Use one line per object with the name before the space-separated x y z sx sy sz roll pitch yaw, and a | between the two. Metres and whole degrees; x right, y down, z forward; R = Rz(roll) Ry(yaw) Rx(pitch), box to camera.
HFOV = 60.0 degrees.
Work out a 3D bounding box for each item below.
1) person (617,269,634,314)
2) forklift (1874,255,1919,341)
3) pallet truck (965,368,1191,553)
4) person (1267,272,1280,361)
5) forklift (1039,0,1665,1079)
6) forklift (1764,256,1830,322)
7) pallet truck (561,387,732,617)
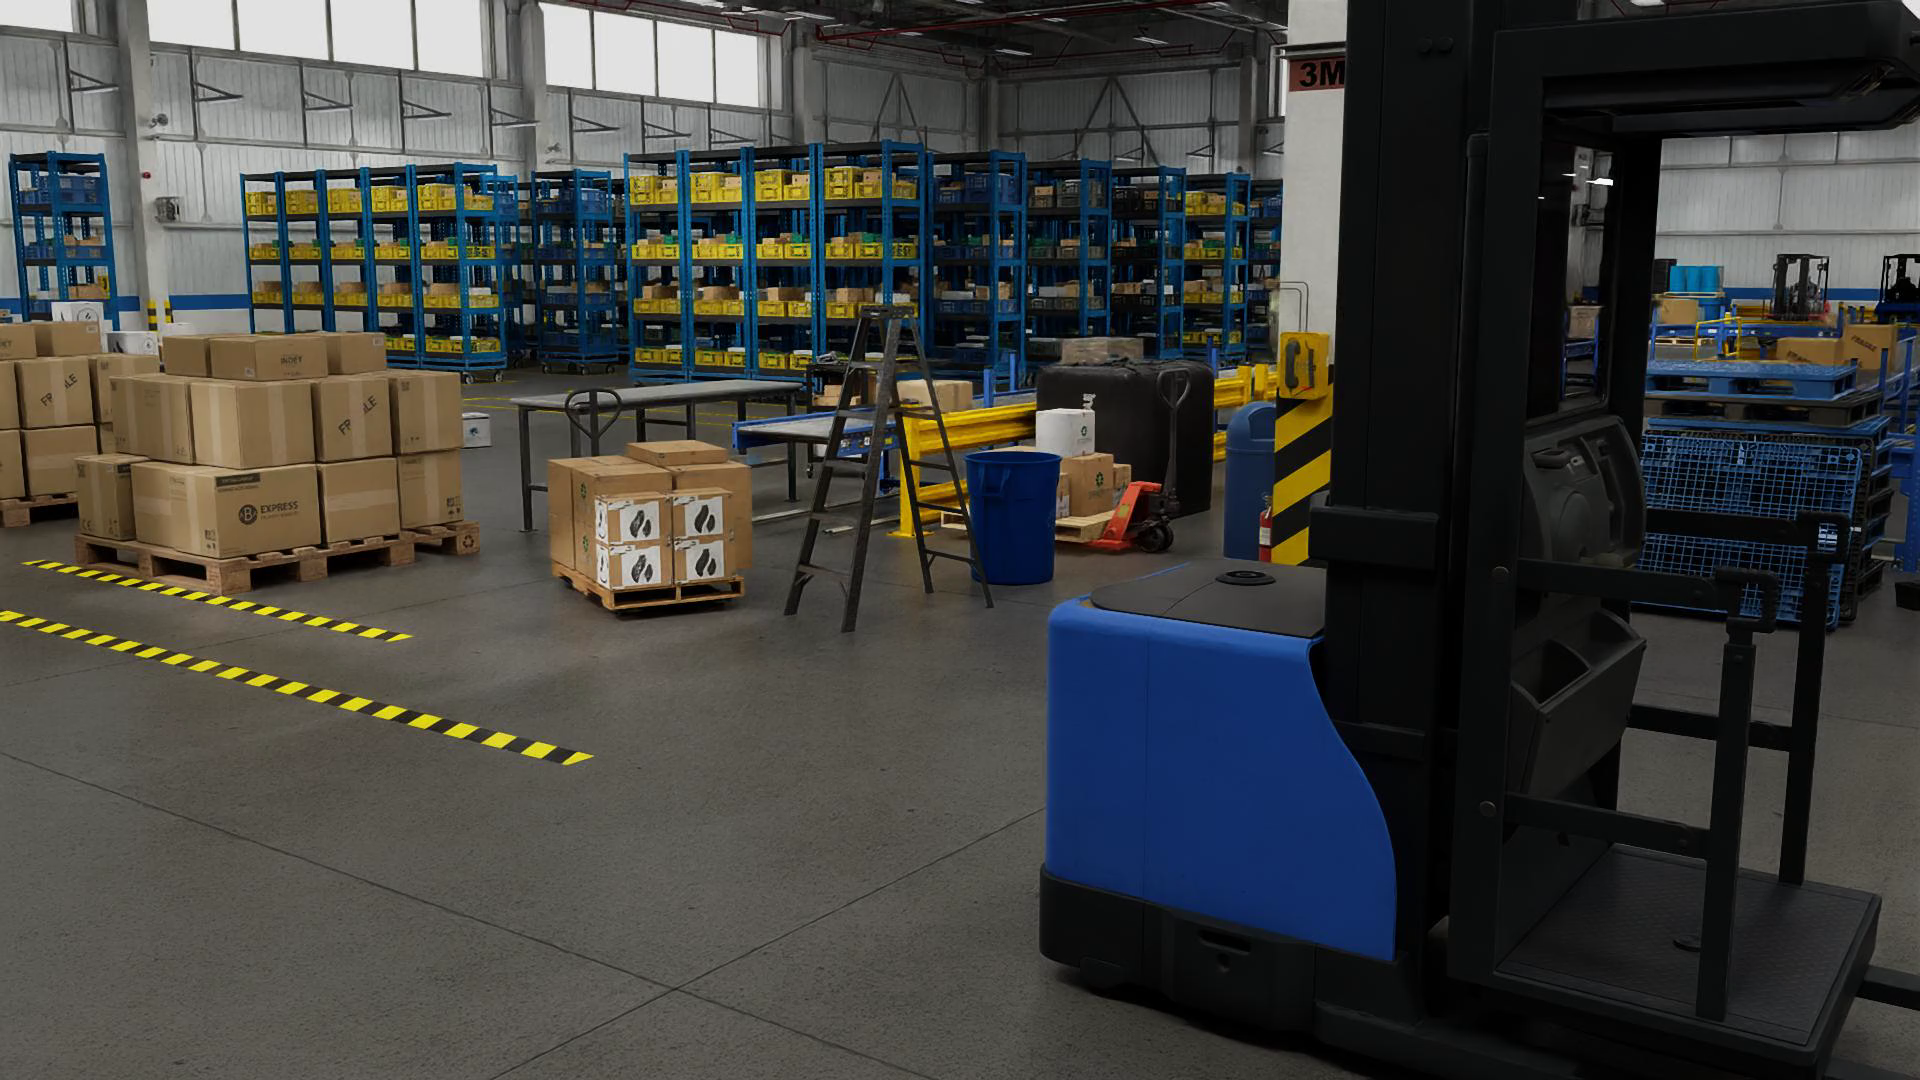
person | -8.131 -5.737 40.796 0.571 1.840 0.374 0 10 -2
forklift | 22.089 -5.634 38.796 1.157 1.987 2.680 6 11 33
pallet truck | 0.845 -0.609 11.869 1.630 1.274 0.653 7 12 35
person | 5.771 -3.893 29.876 0.594 1.820 0.430 8 13 41
forklift | 1.249 -0.137 4.360 1.873 2.768 1.129 7 12 35
forklift | 20.253 -5.854 40.139 1.157 1.987 2.680 7 12 35
pallet truck | -1.981 -0.274 10.088 0.680 1.201 1.601 -5 11 -28
